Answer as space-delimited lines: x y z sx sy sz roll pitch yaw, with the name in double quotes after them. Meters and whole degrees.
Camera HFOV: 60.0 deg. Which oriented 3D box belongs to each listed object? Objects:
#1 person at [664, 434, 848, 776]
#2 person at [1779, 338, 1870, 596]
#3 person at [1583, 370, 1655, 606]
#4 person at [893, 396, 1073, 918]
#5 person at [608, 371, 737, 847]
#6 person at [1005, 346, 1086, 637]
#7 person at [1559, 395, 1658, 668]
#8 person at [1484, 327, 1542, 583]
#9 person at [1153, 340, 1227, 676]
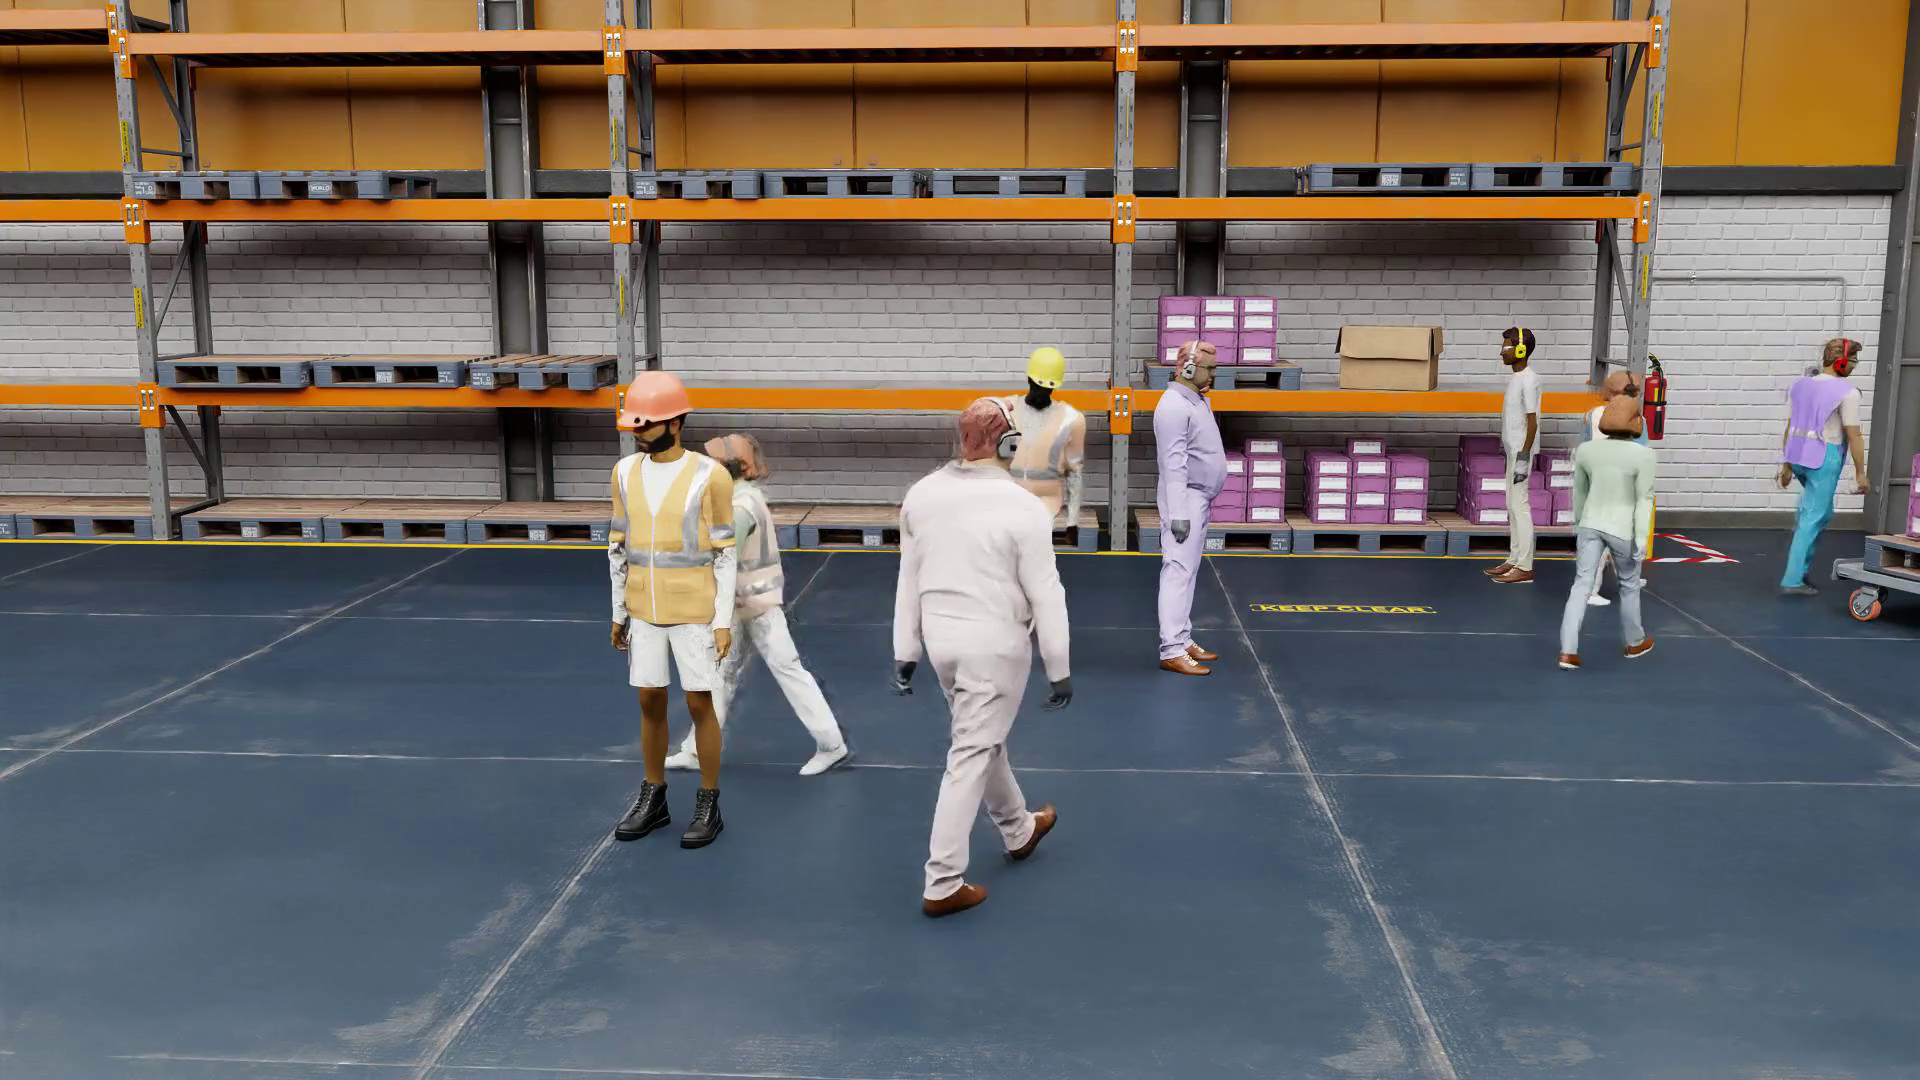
-0.931 0.305 7.582 0.893 1.590 0.523 -1 10 -7 "person"
6.021 -0.493 11.592 0.582 1.812 0.575 -2 10 -11 "person"
4.556 -0.352 11.374 0.803 1.602 0.534 -4 10 -20 "person"
0.160 0.403 6.175 0.676 1.863 0.961 9 13 42 "person"
-1.174 0.286 6.688 0.551 1.928 0.377 3 10 19 "person"
0.416 -0.217 9.792 0.674 1.868 0.842 3 10 16 "person"
3.787 -0.051 9.676 0.890 1.582 0.514 -9 13 -43 "person"
4.065 -0.616 12.150 0.309 1.868 0.535 1 10 9 "person"
1.327 -0.193 9.572 0.410 1.905 0.641 3 10 17 "person"
